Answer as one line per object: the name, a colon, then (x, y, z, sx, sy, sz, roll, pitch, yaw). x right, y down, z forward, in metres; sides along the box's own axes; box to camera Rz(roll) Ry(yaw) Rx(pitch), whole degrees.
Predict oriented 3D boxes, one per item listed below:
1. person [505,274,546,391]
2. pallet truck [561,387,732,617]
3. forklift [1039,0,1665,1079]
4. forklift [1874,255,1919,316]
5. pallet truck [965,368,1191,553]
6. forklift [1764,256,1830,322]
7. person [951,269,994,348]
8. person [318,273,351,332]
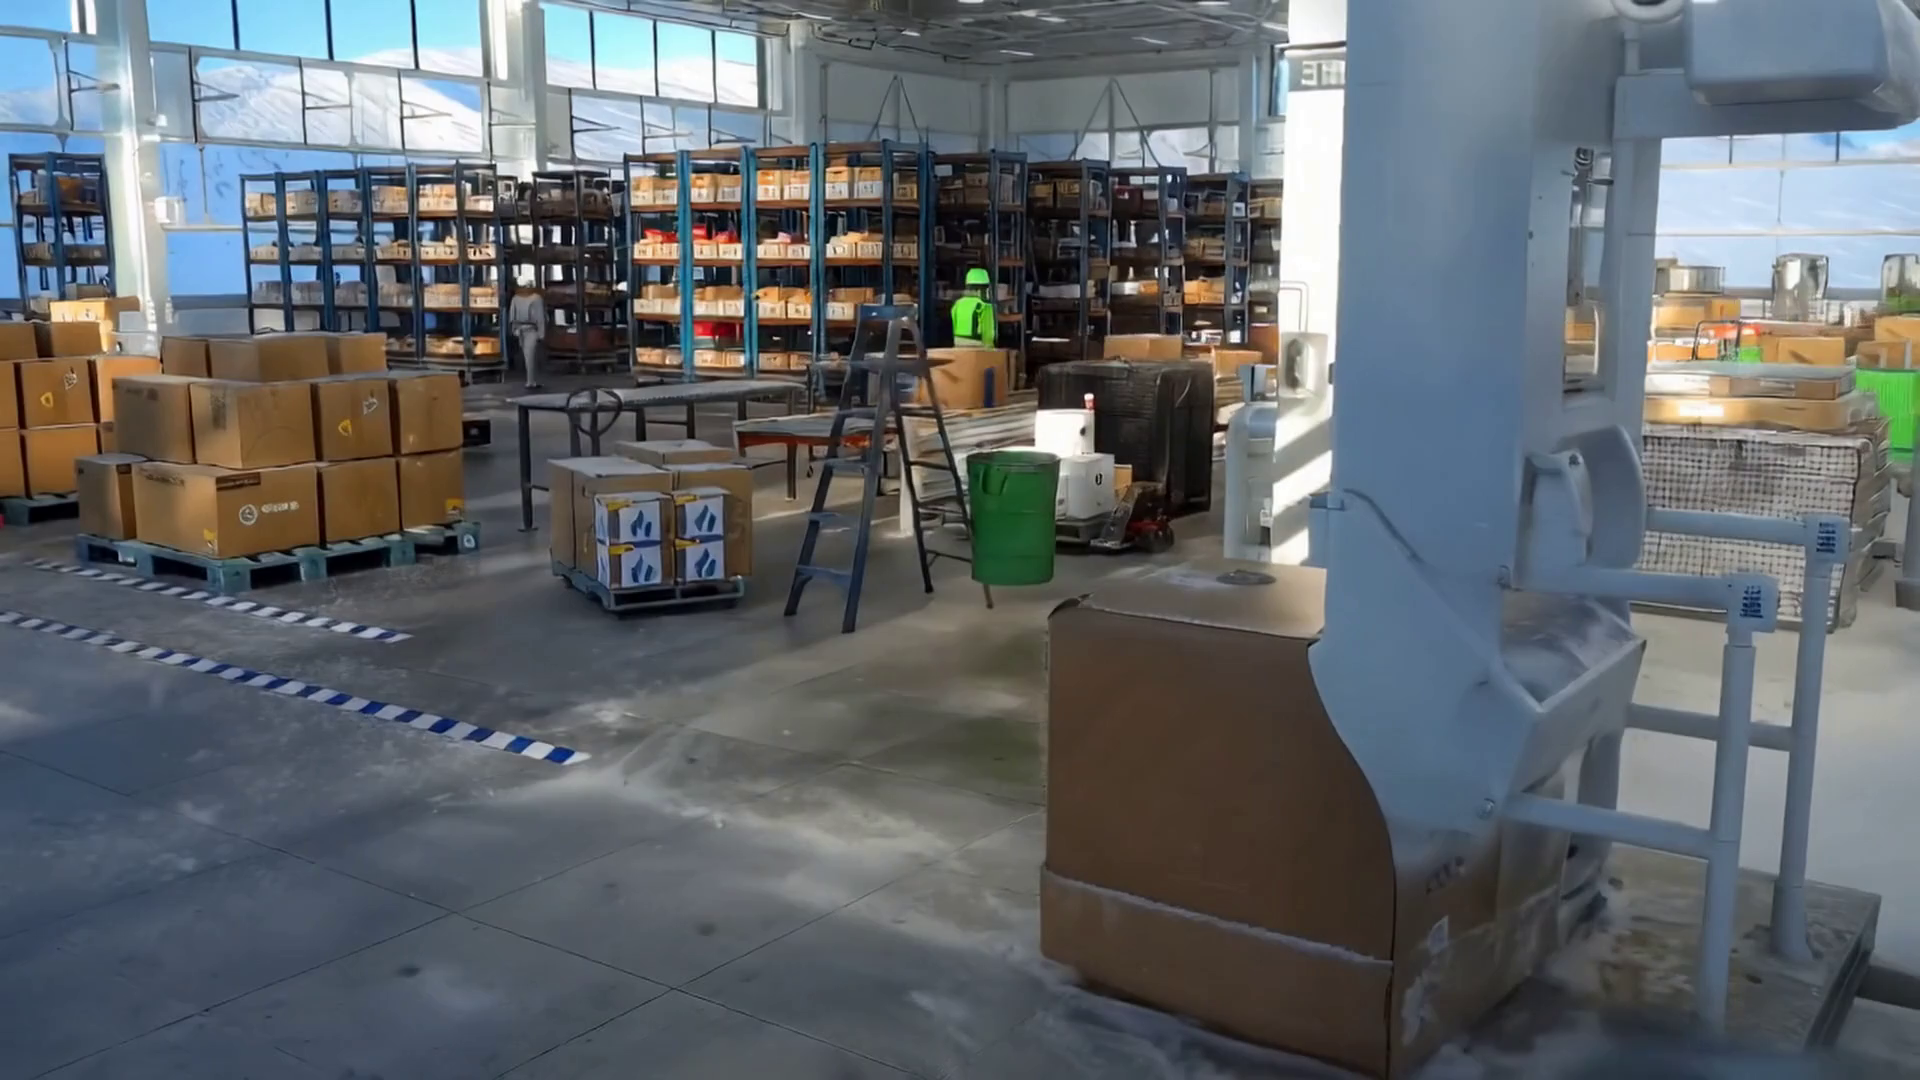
person: (-6.820, -3.226, 25.967, 0.615, 1.806, 0.723, 4, 10, 24)
pallet truck: (-1.981, -0.274, 10.088, 0.680, 1.201, 1.601, -5, 11, -28)
forklift: (1.249, -0.137, 4.360, 1.873, 2.768, 1.129, 7, 12, 35)
forklift: (22.089, -5.634, 38.796, 1.157, 1.987, 2.680, 6, 11, 33)
pallet truck: (0.845, -0.609, 11.869, 1.630, 1.274, 0.653, 7, 12, 35)
forklift: (20.253, -5.854, 40.139, 1.157, 1.987, 2.680, 7, 12, 35)
person: (0.158, -2.021, 18.399, 0.425, 1.938, 0.603, -9, 13, -42)
person: (-12.184, -4.300, 32.365, 0.575, 1.803, 0.923, -1, 10, -6)
